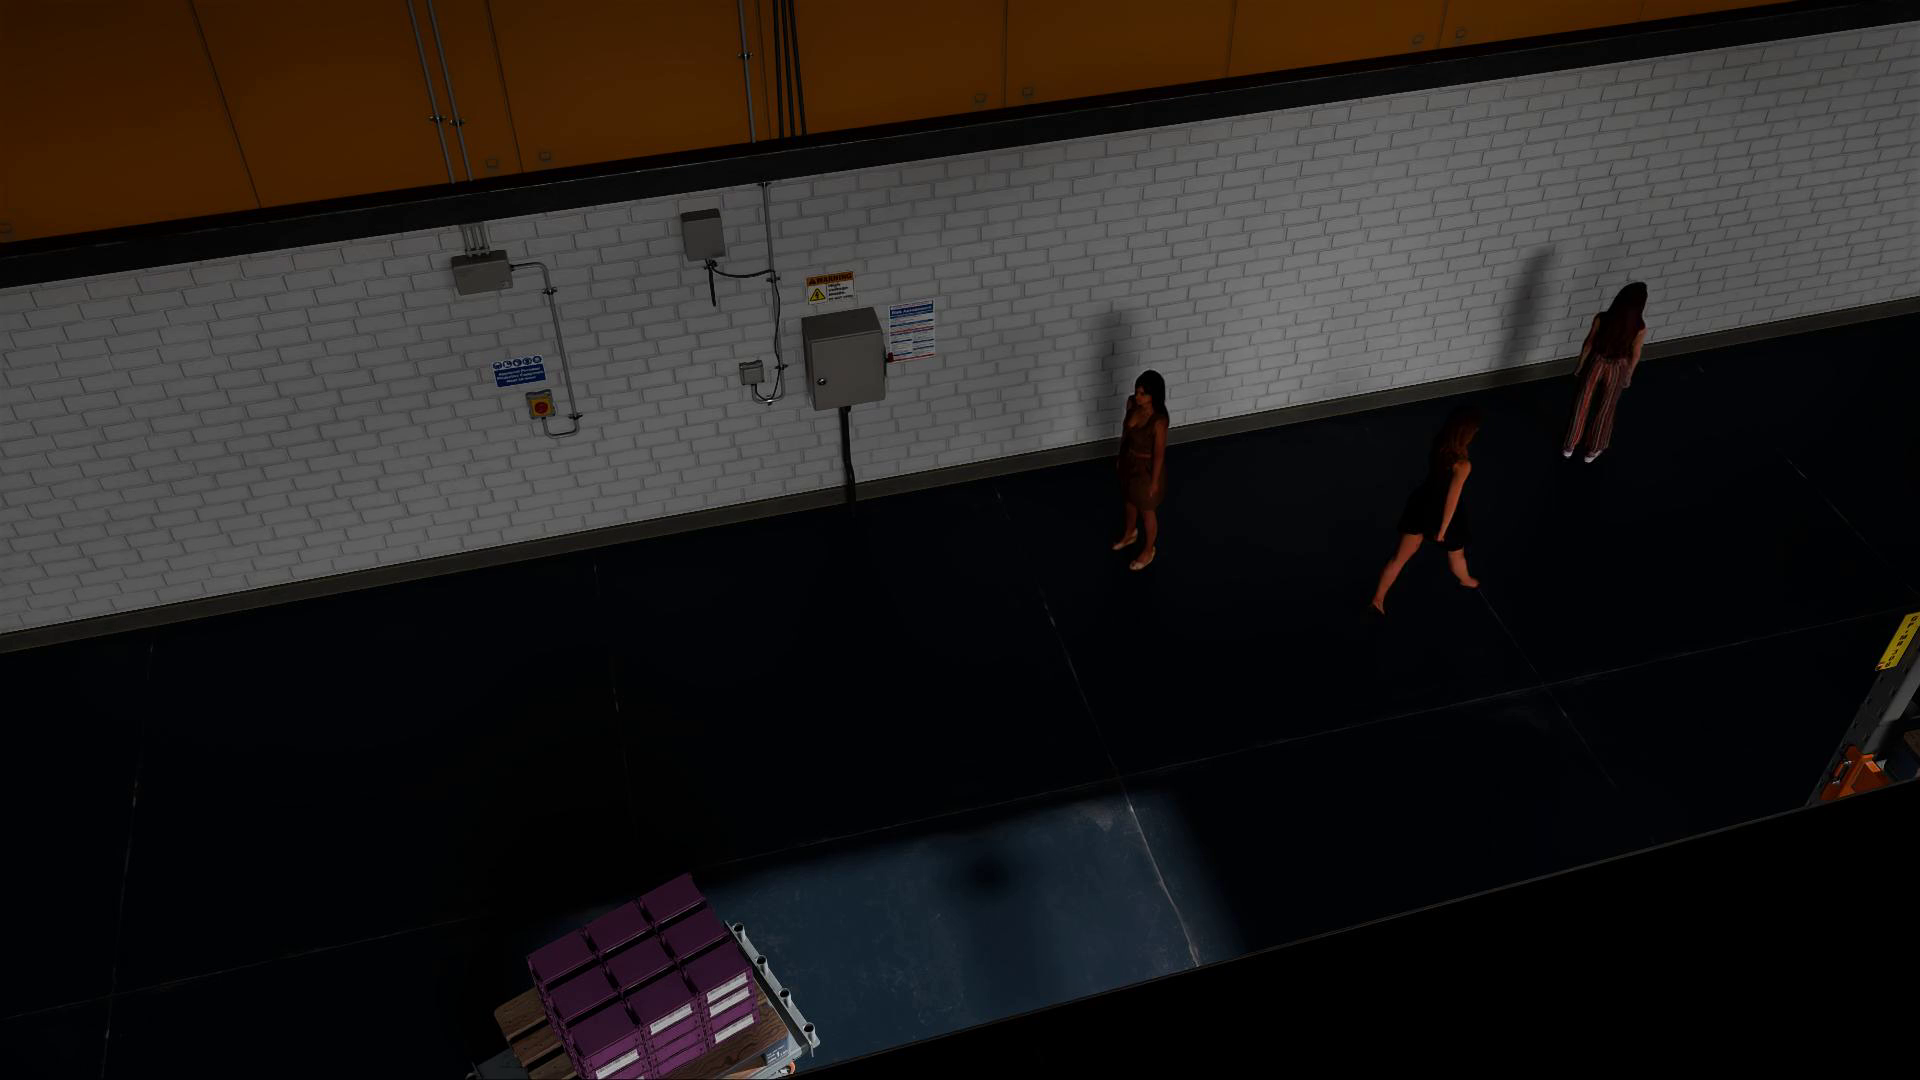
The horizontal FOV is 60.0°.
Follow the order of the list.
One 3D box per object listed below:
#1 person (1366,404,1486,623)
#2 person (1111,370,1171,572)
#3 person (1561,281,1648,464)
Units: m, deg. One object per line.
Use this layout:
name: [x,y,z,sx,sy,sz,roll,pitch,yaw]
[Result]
person: [3.016,-0.126,10.925,0.729,1.785,1.117,-16,46,-16]
person: [1.253,-0.494,11.383,0.664,1.685,0.523,-21,48,-21]
person: [4.759,-1.255,12.272,0.645,1.561,0.689,15,46,15]
